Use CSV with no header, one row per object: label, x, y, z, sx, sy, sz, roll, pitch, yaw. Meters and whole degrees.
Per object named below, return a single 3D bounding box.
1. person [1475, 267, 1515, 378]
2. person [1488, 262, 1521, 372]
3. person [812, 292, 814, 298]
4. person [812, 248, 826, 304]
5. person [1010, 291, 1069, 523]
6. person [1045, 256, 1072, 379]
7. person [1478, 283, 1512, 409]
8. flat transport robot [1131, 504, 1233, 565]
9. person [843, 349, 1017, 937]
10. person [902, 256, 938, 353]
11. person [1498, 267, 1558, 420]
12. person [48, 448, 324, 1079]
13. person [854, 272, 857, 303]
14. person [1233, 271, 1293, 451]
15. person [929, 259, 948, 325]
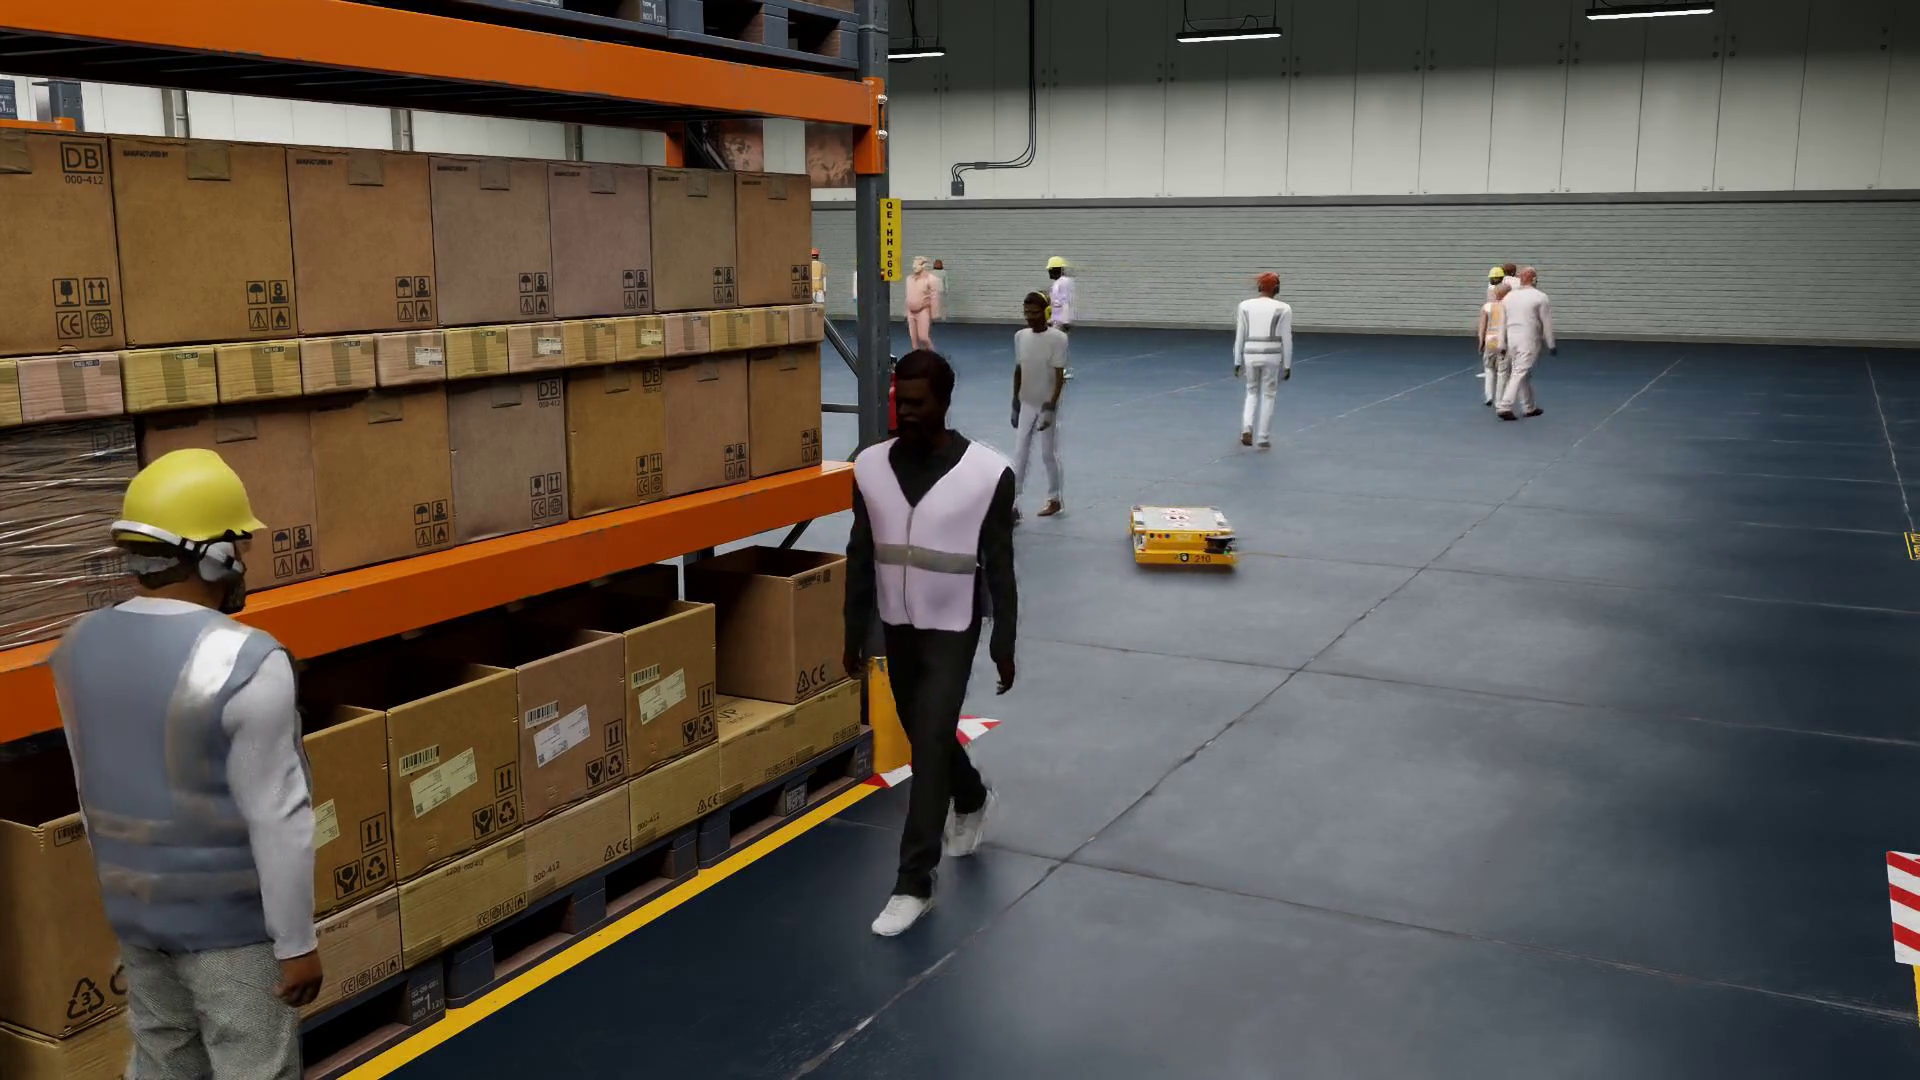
person,8.500,-3.421,26.188,0.620,1.744,0.532,-2,11,-13
person,8.975,-3.669,27.385,0.616,1.810,0.833,9,14,41
person,-2.679,-3.610,27.636,0.513,1.585,0.756,-1,10,-6
person,-3.500,-6.076,40.166,0.547,1.934,0.376,-3,11,-13
person,0.603,-1.041,13.055,0.539,1.815,0.872,6,12,28
person,1.501,-3.434,25.814,0.540,1.906,0.621,-1,10,-8
person,7.031,-2.521,21.635,0.540,1.620,0.519,5,11,23
flat transport robot,1.565,-0.053,11.863,0.652,0.197,1.431,1,10,4
person,-0.081,0.283,5.653,0.605,1.884,0.956,5,12,27
person,-0.662,-3.737,27.505,0.639,1.898,0.462,8,13,38
person,6.904,-2.396,20.336,1.005,1.859,0.654,-6,12,-29
person,-1.525,0.728,3.382,0.603,1.825,0.403,5,11,25
person,-2.076,-5.473,37.374,0.551,1.738,0.711,3,11,16
person,3.165,-1.858,17.331,0.619,1.870,0.420,6,12,28
person,-0.541,-6.218,41.757,0.498,1.634,0.279,-1,10,-7
